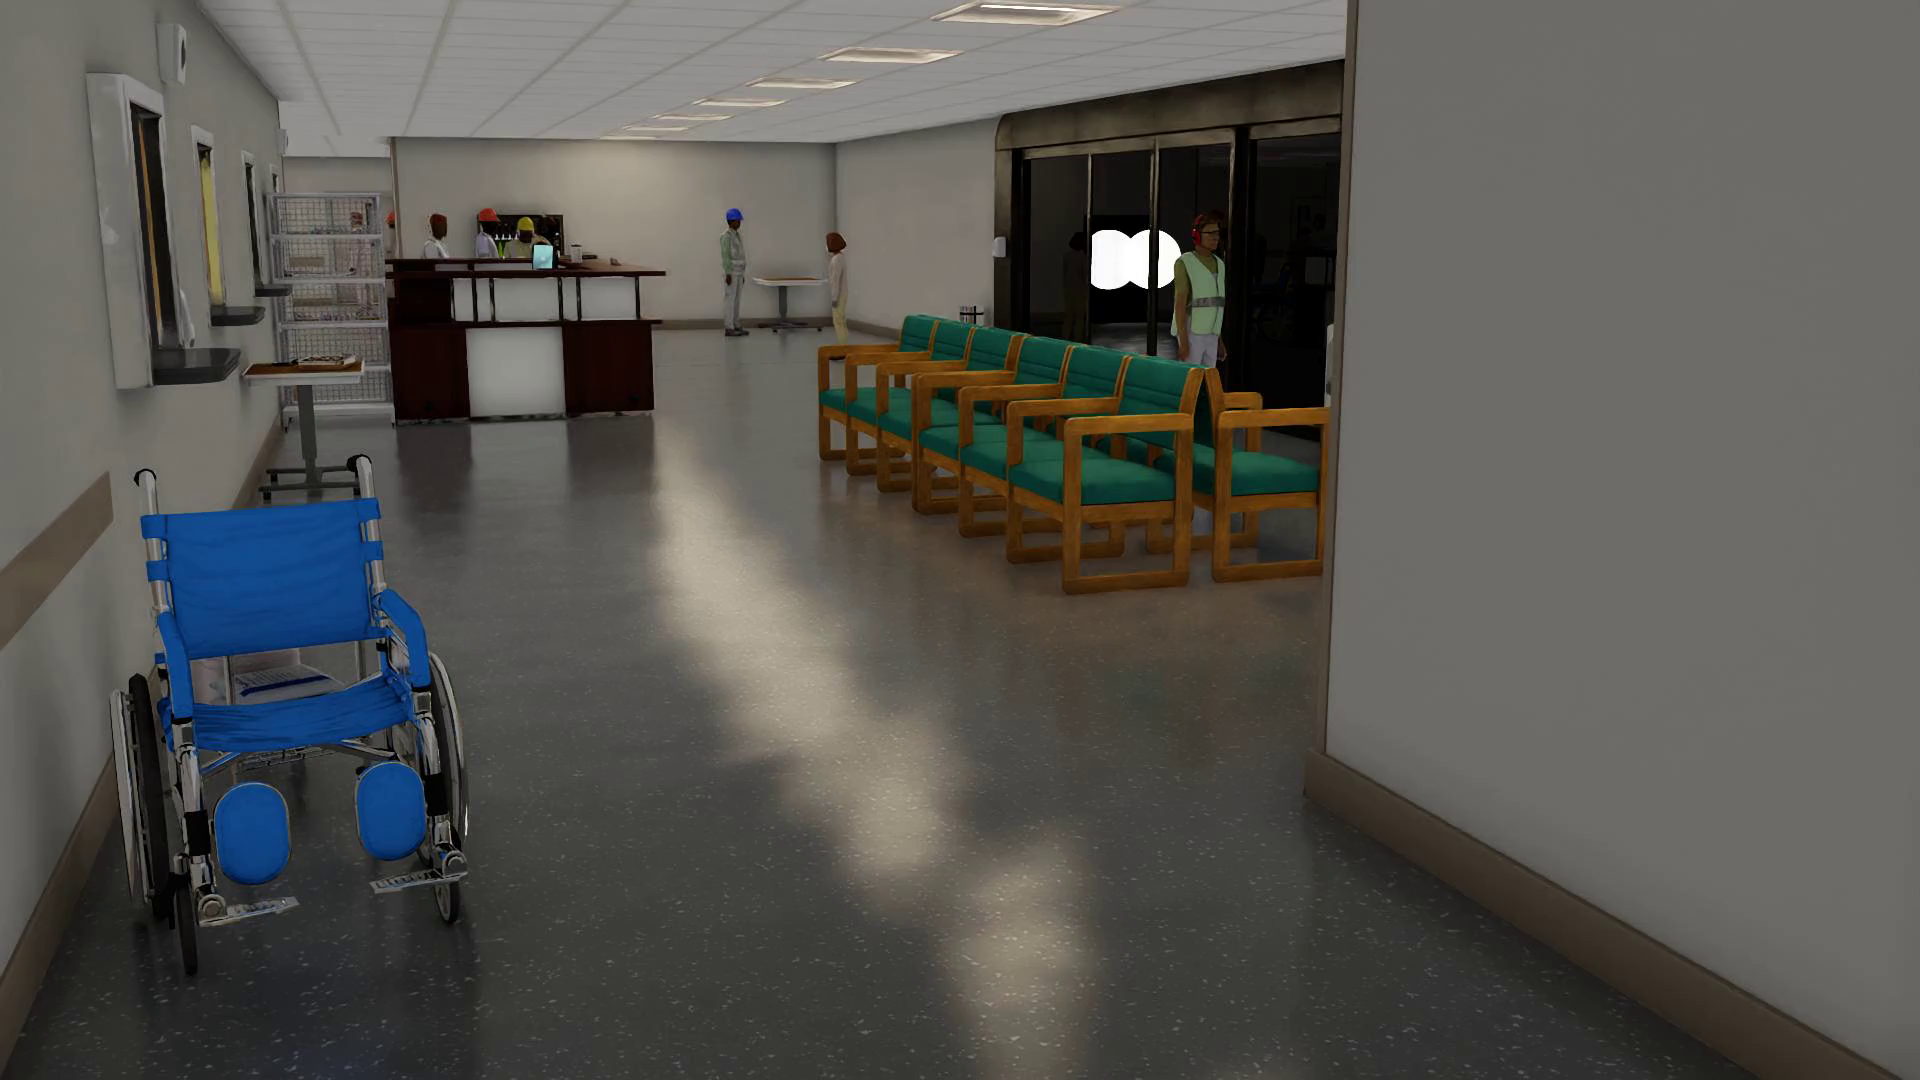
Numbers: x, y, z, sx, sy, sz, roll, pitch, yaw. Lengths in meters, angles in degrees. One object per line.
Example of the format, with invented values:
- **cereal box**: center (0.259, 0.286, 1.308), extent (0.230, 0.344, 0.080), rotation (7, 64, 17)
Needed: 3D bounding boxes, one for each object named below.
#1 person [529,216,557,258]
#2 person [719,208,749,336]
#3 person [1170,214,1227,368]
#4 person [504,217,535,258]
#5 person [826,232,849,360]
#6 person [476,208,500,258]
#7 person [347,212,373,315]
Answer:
- **person**: center (-5.387, -3.281, 21.635), extent (0.431, 1.834, 0.627), rotation (-1, 11, -7)
- **person**: center (-3.472, -4.106, 25.550), extent (0.389, 1.946, 0.614), rotation (3, 11, 13)
- **person**: center (1.788, -1.506, 12.472), extent (0.390, 1.847, 0.563), rotation (9, 14, 39)
- **person**: center (-5.778, -3.393, 22.229), extent (0.598, 1.824, 0.403), rotation (-5, 12, -24)
- **person**: center (-1.567, -3.104, 21.254), extent (0.285, 1.627, 0.504), rotation (1, 11, 3)
- **person**: center (-6.525, -3.628, 23.128), extent (0.360, 1.938, 0.545), rotation (-2, 11, -11)
- **person**: center (-10.996, -5.036, 30.434), extent (0.407, 1.908, 0.641), rotation (1, 11, 6)
